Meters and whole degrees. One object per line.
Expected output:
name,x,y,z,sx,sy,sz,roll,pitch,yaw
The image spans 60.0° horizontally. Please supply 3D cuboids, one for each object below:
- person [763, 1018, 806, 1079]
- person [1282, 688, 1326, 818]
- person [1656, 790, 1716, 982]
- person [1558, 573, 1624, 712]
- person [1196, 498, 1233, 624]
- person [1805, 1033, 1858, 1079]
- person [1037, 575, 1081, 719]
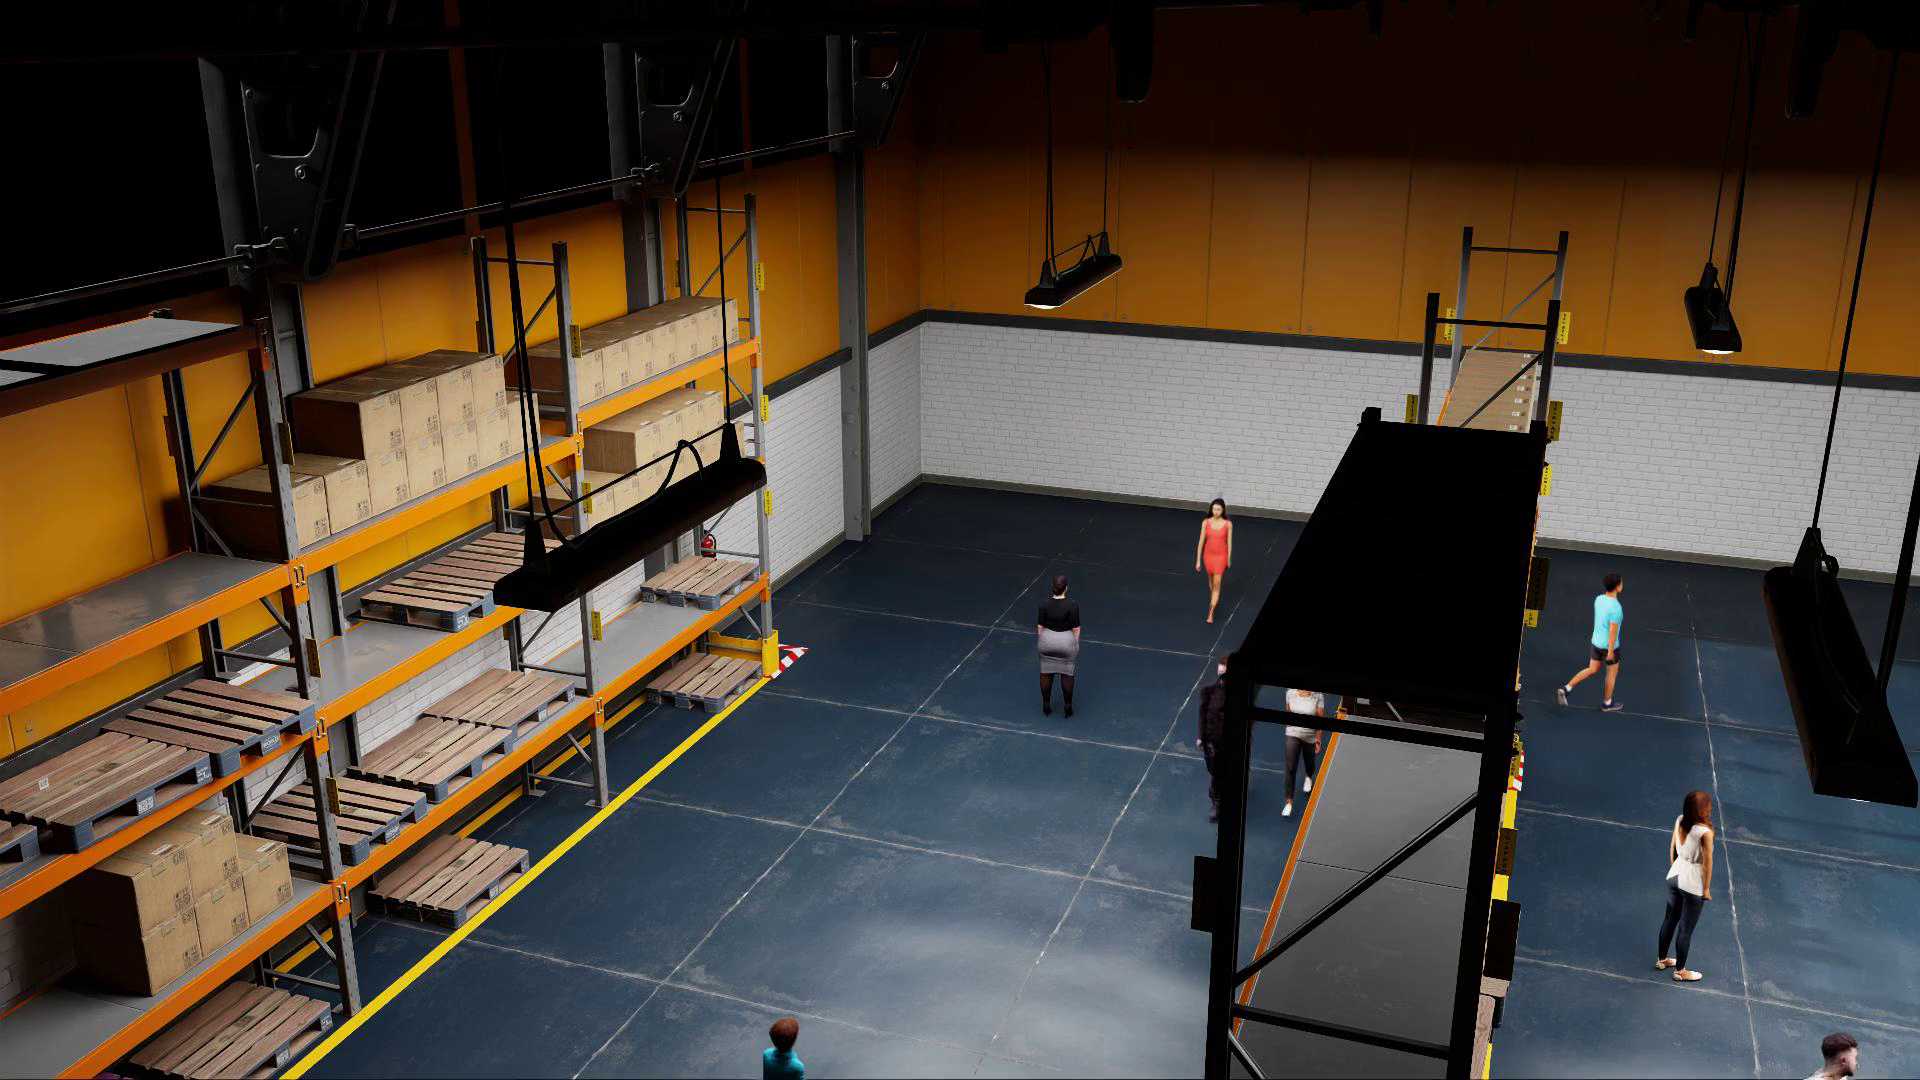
person,-1.309,4.088,11.843,0.528,1.422,0.949,7,20,21
person,3.652,2.056,17.600,0.600,1.599,1.134,7,20,21
person,6.336,2.997,14.514,0.737,1.784,0.655,-6,20,-18
person,7.566,1.256,19.739,1.046,1.748,1.104,-4,19,-11
person,3.515,0.244,22.866,0.636,1.671,1.138,6,19,17
person,5.682,4.131,11.102,0.734,1.813,0.872,-7,20,-21
person,1.164,1.258,19.718,0.687,1.759,0.631,5,19,14
